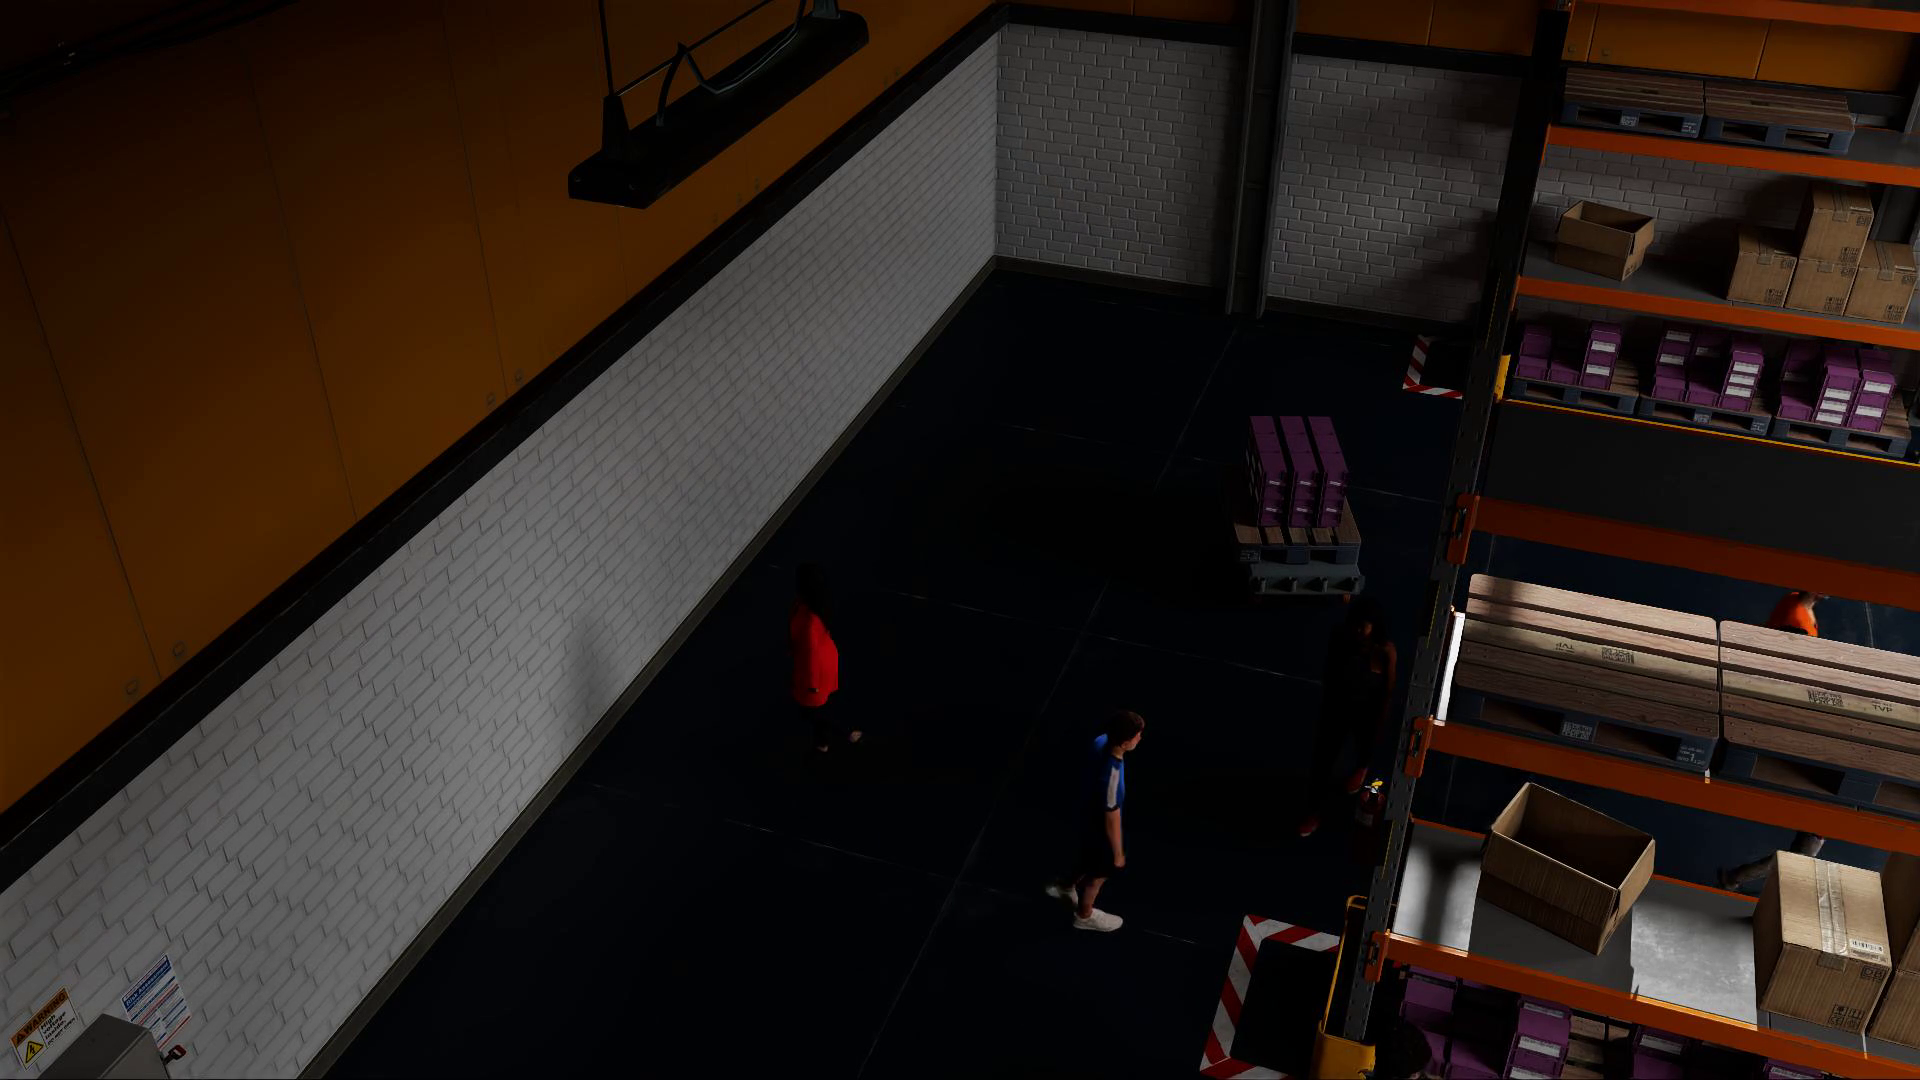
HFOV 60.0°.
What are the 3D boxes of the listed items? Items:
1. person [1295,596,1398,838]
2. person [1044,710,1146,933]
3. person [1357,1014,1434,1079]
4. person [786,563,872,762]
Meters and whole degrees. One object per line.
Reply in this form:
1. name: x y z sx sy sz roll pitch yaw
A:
1. person: 2.716 1.114 11.310 1.186 1.763 0.868 18 38 25
2. person: 0.781 1.757 10.273 0.898 1.842 0.834 -2 34 -3
3. person: 2.137 3.115 8.301 0.737 1.762 0.745 -27 42 -34
4. person: -0.919 0.902 11.651 0.868 1.740 0.715 4 34 6
